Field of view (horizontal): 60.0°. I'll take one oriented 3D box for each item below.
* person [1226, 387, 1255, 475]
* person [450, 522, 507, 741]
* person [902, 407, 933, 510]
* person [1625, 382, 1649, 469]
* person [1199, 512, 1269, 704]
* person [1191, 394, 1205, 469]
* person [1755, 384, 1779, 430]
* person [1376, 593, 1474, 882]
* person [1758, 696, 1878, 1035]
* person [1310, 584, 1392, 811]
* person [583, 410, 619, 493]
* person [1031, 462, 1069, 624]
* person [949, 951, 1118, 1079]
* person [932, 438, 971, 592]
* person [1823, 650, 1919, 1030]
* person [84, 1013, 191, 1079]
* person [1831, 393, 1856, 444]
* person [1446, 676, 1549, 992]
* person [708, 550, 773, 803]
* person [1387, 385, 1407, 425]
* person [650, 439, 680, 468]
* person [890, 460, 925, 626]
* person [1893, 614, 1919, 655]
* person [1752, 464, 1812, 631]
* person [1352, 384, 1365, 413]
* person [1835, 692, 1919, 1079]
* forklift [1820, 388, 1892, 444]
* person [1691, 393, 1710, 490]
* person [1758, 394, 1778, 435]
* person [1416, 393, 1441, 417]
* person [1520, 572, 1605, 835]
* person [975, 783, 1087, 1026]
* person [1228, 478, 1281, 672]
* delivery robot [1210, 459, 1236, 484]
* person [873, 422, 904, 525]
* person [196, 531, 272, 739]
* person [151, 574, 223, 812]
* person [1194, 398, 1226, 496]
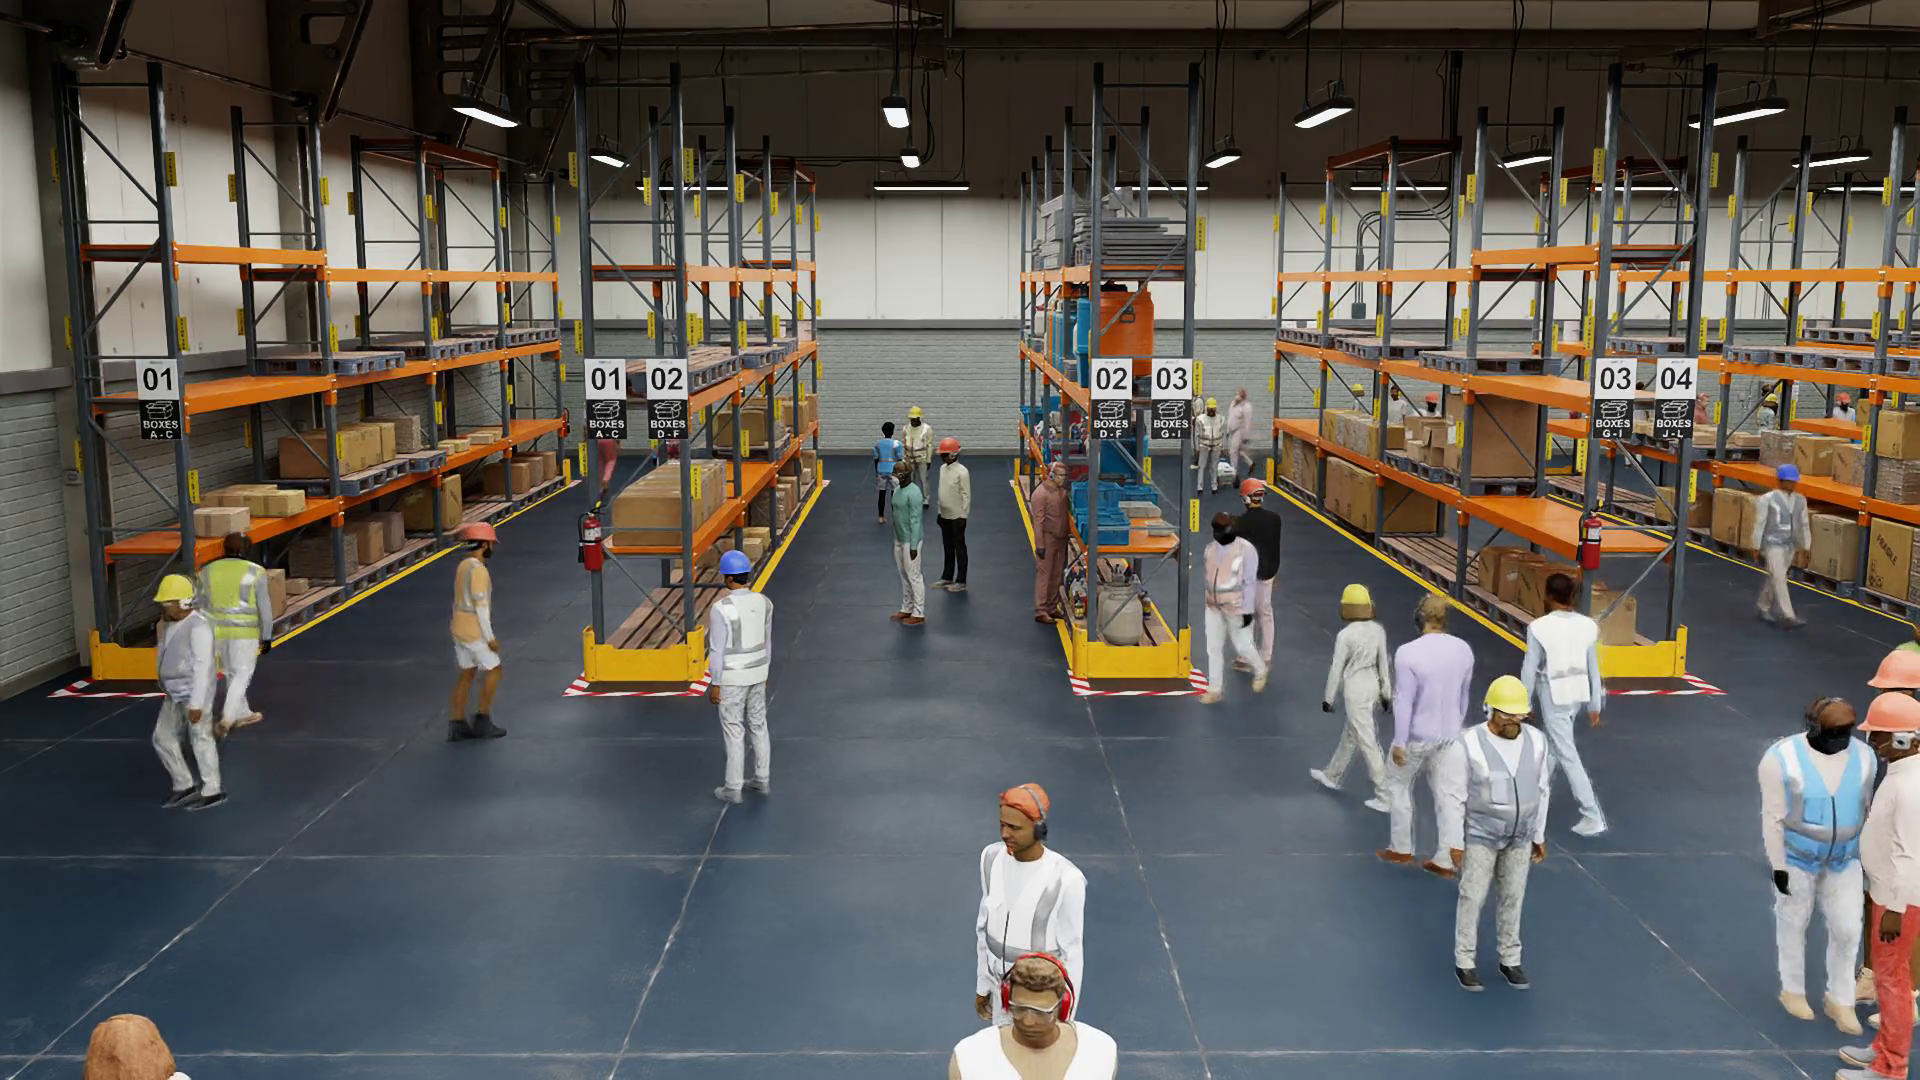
[{"bbox_3d":[5.655,-2.150,33.507,0.703,1.873,0.673,-3,9,-18],"label":"person"},{"bbox_3d":[-4.196,0.799,14.451,0.592,1.899,0.574,-6,11,-33],"label":"person"},{"bbox_3d":[-0.756,-1.419,28.995,0.590,1.821,0.403,4,10,22],"label":"person"},{"bbox_3d":[14.430,-2.439,35.446,0.524,1.857,0.348,7,11,36],"label":"person"},{"bbox_3d":[2.594,0.629,15.869,0.638,1.815,0.794,9,12,44],"label":"person"},{"bbox_3d":[5.030,-2.418,35.357,0.350,1.839,0.504,1,9,9],"label":"person"},{"bbox_3d":[16.967,-2.357,34.990,0.428,1.837,0.627,2,9,15],"label":"person"},{"bbox_3d":[3.111,1.300,11.184,0.655,1.910,0.737,-4,10,-22],"label":"person"},{"bbox_3d":[4.583,1.719,8.860,0.641,1.815,0.621,1,9,7],"label":"person"},{"bbox_3d":[3.019,1.174,12.714,0.494,1.679,0.917,-7,11,-37],"label":"person"},{"bbox_3d":[-6.706,-1.869,31.166,0.688,2.000,0.671,0,9,3],"label":"person"},{"bbox_3d":[1.090,0.024,19.473,0.401,1.894,0.655,6,11,34],"label":"person"},{"bbox_3d":[0.240,2.220,5.502,0.564,1.841,0.390,-2,9,-12],"label":"person"},{"bbox_3d":[-0.109,-0.328,21.421,0.391,1.989,0.610,-6,11,-34],"label":"person"},{"bbox_3d":[4.985,1.592,8.895,0.379,2.044,0.607,-2,9,-12],"label":"person"},{"bbox_3d":[-2.662,2.331,5.448,0.278,1.634,0.499,1,9,6],"label":"person"},{"bbox_3d":[17.907,-2.121,33.744,0.592,1.735,0.369,-1,9,-5],"label":"person"},{"bbox_3d":[3.013,1.640,9.319,0.587,1.823,0.414,-2,9,-10],"label":"person"},{"bbox_3d":[-1.691,1.042,12.788,0.414,1.940,0.601,7,11,37],"label":"person"},{"bbox_3d":[8.989,-2.275,34.380,0.326,1.861,0.503,-8,12,-43],"label":"person"},{"bbox_3d":[-5.154,-1.486,29.342,0.633,1.843,0.429,-7,11,-38],"label":"person"},{"bbox_3d":[-0.615,0.028,19.339,0.380,1.931,0.625,-4,10,-24],"label":"person"},{"bbox_3d":[7.133,1.273,12.277,0.525,1.619,0.511,5,10,27],"label":"person"},{"bbox_3d":[9.488,0.077,19.106,0.634,1.891,0.983,-2,9,-12],"label":"person"},{"bbox_3d":[8.784,-2.584,36.761,0.334,1.735,0.485,6,11,33],"label":"person"},{"bbox_3d":[4.602,1.729,8.222,0.411,1.980,0.631,4,10,26],"label":"person"},{"bbox_3d":[20.072,-3.110,36.462,1.873,2.768,1.129,0,9,0],"label":"forklift"},{"bbox_3d":[13.836,-1.798,31.165,0.407,1.902,0.639,5,10,32],"label":"person"},{"bbox_3d":[16.298,-2.088,33.575,0.324,1.731,0.490,0,9,-2],"label":"person"},{"bbox_3d":[8.816,-1.788,31.046,0.583,1.909,0.822,-2,9,-14],"label":"person"},{"bbox_3d":[4.422,1.178,12.169,0.577,1.868,1.018,-4,10,-27],"label":"person"},{"bbox_3d":[0.289,1.950,7.119,0.573,1.880,0.359,9,12,44],"label":"person"},{"bbox_3d":[2.997,0.354,17.033,0.611,1.989,0.391,-5,10,-27],"label":"person"},{"bbox_3d":[5.078,-1.325,32.129,0.477,0.478,0.707,-1,9,-7],"label":"delivery robot"},{"bbox_3d":[-1.163,-1.094,27.280,0.535,1.699,0.318,3,9,19],"label":"person"},{"bbox_3d":[-6.385,0.835,14.573,0.662,1.802,0.863,1,9,6],"label":"person"},{"bbox_3d":[-5.824,1.154,12.432,0.617,1.810,0.546,8,12,40],"label":"person"},{"bbox_3d":[4.654,-1.726,30.911,0.591,1.834,0.404,0,9,-3],"label":"person"}]
